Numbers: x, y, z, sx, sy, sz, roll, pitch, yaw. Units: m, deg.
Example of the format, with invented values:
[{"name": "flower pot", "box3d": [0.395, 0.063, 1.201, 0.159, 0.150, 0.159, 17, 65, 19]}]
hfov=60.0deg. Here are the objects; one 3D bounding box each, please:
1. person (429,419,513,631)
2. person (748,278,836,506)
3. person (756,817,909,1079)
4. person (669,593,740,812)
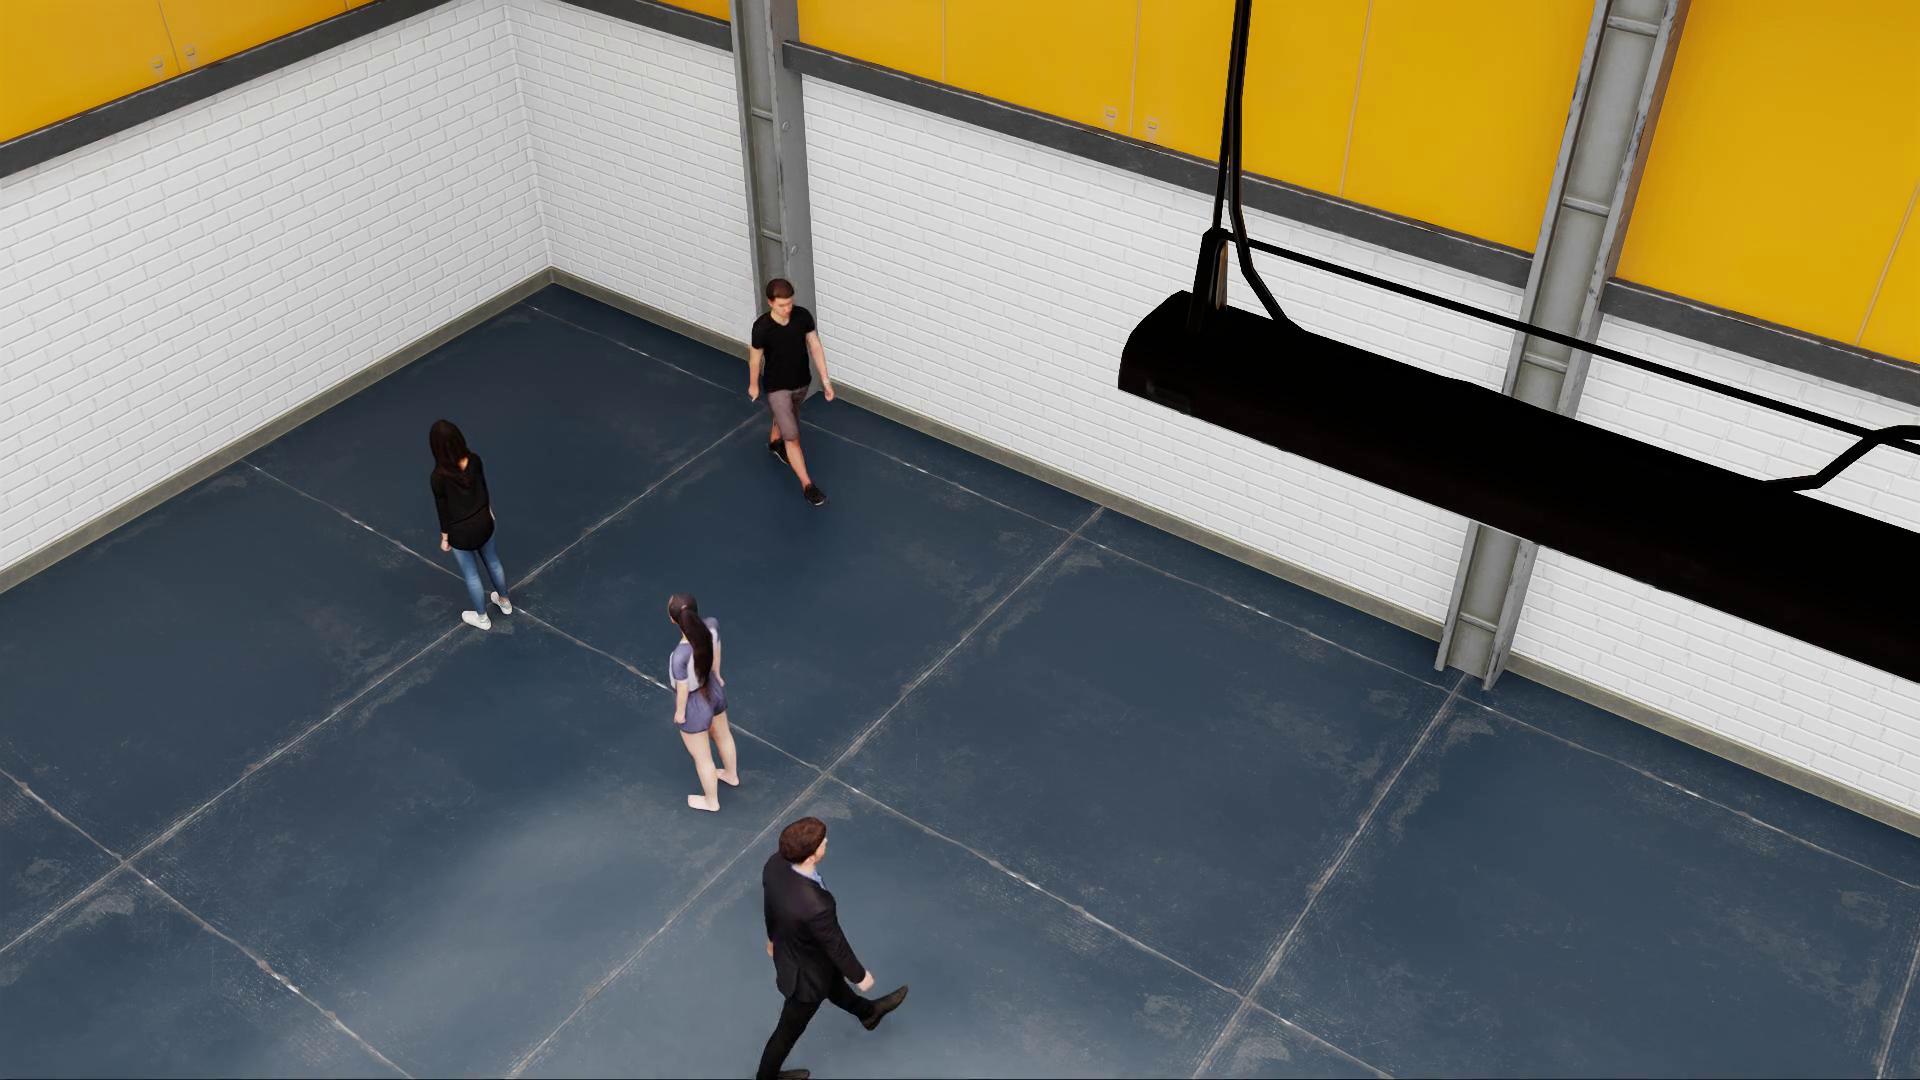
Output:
[{"name": "person", "box3d": [-3.342, -0.108, 11.291, 0.530, 1.645, 0.588, 27, 46, 30]}, {"name": "person", "box3d": [-1.348, -1.231, 12.572, 0.903, 1.801, 1.317, -26, 45, -29]}, {"name": "person", "box3d": [-0.841, 2.152, 8.307, 1.124, 1.837, 1.243, -18, 42, -21]}, {"name": "person", "box3d": [-1.540, 0.960, 9.951, 0.543, 1.649, 0.615, 18, 42, 21]}]
